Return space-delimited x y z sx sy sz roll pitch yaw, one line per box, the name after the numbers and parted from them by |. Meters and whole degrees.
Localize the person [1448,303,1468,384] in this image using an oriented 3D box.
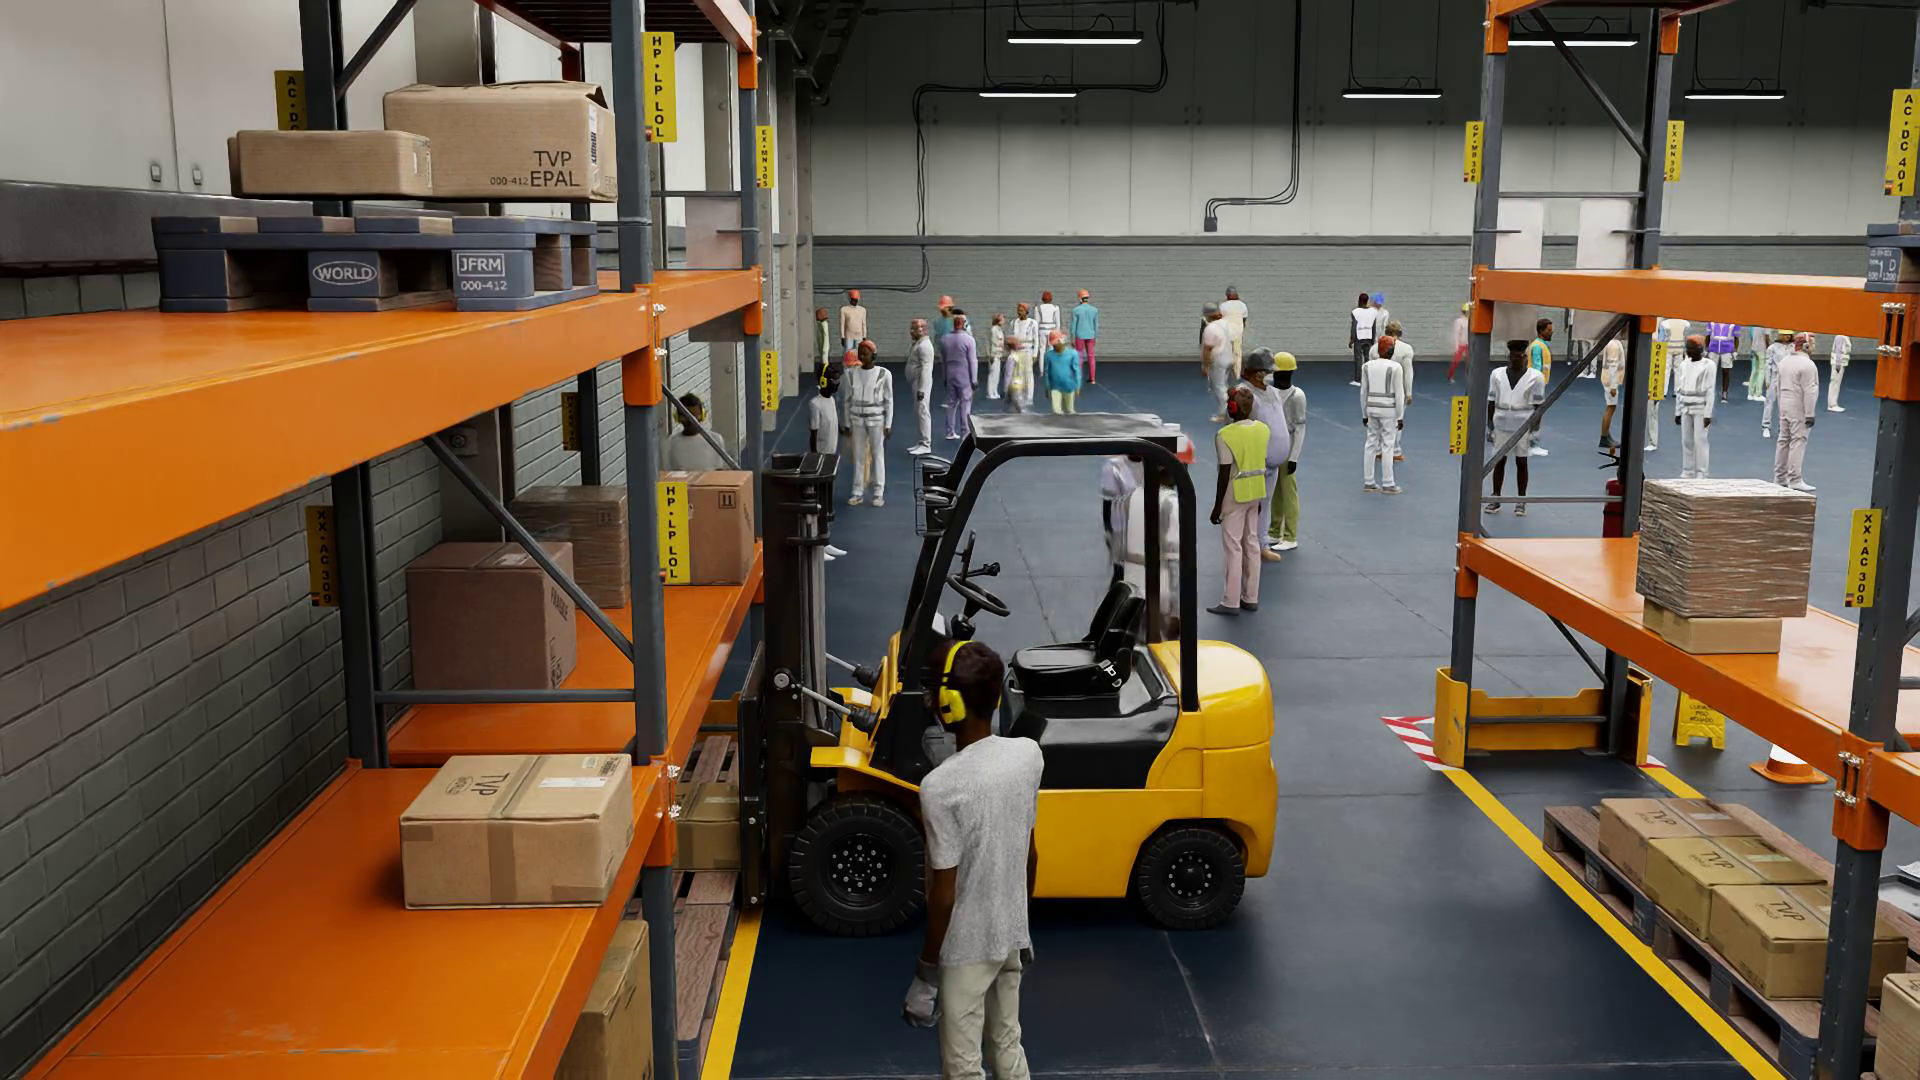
10.515 -4.087 34.682 0.530 1.725 0.892 -3 11 -17 | person

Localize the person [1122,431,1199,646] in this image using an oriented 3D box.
1.172 0.321 9.636 0.627 1.911 0.576 -8 13 -38 | person

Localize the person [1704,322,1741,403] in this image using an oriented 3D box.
14.181 -3.539 30.982 0.602 1.967 0.366 7 12 34 | person

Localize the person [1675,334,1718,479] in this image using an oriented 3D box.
8.914 -1.553 20.187 0.353 1.879 0.572 -3 11 -18 | person

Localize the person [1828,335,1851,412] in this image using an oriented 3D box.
15.548 -3.088 29.390 0.315 1.636 0.514 7 12 35 | person

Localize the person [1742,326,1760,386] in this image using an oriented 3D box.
16.544 -4.115 34.584 0.361 1.832 0.519 5 11 28 | person

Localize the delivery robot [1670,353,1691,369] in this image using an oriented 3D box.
15.935 -3.872 36.509 0.477 0.478 0.707 -2 10 -10 | delivery robot

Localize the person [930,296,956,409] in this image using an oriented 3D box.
-0.279 -3.338 29.728 0.634 2.021 0.660 8 13 39 | person

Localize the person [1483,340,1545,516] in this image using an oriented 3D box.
6.076 -1.248 18.238 0.640 1.961 0.365 6 12 32 | person

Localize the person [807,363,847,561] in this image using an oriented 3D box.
-1.271 -0.735 15.673 0.327 1.861 0.510 3 11 16 | person

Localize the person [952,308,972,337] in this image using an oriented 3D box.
-0.031 -3.774 33.116 0.548 1.674 0.705 -1 10 -6 | person

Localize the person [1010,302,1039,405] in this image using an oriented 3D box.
1.162 -3.416 30.525 0.584 1.882 0.337 7 12 33 | person

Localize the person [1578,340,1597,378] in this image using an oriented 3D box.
13.847 -4.434 36.591 0.294 1.744 0.486 -4 11 -22 | person

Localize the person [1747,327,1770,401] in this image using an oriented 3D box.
15.080 -3.541 31.302 0.346 1.860 0.518 -1 10 -7 | person

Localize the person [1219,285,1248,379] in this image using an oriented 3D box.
5.885 -4.531 36.299 0.683 2.000 0.538 -5 11 -27 | person

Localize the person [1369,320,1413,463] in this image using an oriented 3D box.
5.843 -2.016 22.607 0.631 1.932 0.363 9 14 42 | person

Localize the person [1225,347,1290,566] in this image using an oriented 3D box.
2.774 -0.776 15.385 0.536 2.000 0.675 9 13 41 | person

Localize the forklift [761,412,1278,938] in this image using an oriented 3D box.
0.291 0.548 7.580 2.313 2.155 1.214 0 10 -2 | forklift

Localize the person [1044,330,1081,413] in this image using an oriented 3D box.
1.539 -2.304 24.853 0.589 1.694 0.850 3 11 15 | person

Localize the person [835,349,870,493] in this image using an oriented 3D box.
-1.225 -1.419 19.819 0.604 1.729 0.502 4 11 23 | person

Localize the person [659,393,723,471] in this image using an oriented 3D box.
-2.006 -0.191 12.631 0.597 1.860 0.355 -3 11 -15 | person

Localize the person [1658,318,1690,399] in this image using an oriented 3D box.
13.518 -3.582 31.584 0.590 1.837 0.403 0 10 -3 | person

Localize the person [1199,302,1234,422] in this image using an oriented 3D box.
4.220 -2.954 27.518 0.565 2.000 0.702 6 12 32 | person

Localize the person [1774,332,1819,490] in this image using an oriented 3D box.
10.143 -1.557 20.108 0.409 1.907 0.651 -1 10 -5 | person

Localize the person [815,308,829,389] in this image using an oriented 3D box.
-2.807 -3.904 33.943 0.277 1.631 0.507 -2 10 -11 | person

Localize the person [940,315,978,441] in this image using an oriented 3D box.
0.008 -2.436 25.042 0.648 1.900 0.400 9 13 40 | person

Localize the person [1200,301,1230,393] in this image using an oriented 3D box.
5.001 -3.769 32.653 0.640 1.828 0.481 -3 11 -15 | person

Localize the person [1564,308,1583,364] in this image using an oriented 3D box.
15.039 -5.230 40.536 0.597 1.916 0.372 5 12 28 | person

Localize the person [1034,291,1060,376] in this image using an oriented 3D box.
1.944 -4.608 37.175 0.576 1.882 0.355 -1 10 -4 | person

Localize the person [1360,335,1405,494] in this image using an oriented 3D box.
5.030 -1.490 19.787 0.355 1.887 0.573 -9 13 -41 | person

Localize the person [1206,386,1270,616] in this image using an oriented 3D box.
2.244 -0.310 13.327 0.565 1.846 0.390 -9 14 -41 | person

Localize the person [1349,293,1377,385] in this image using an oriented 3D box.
8.396 -4.176 34.704 0.604 1.921 0.412 -3 11 -18 | person

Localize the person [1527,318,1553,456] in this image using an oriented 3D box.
8.131 -2.154 23.402 0.392 1.920 0.592 4 11 21 | person

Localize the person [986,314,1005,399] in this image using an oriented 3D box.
0.685 -3.487 31.669 0.341 1.618 0.520 3 11 15 | person

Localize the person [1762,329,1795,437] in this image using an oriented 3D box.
12.563 -2.432 25.440 0.486 1.744 0.294 0 10 2 | person

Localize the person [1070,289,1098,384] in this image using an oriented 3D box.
2.613 -4.281 35.078 0.610 1.985 0.415 -4 11 -19 | person

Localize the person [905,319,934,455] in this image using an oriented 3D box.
-0.577 -2.161 23.475 0.409 1.905 0.652 -1 10 -5 | person

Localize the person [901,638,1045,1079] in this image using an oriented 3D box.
0.032 1.201 4.868 0.329 1.865 0.515 8 13 38 | person

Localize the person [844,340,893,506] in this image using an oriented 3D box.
-1.043 -1.318 18.841 0.575 1.883 0.362 4 11 19 | person

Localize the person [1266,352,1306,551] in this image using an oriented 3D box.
3.131 -0.865 16.190 0.360 1.929 0.587 -4 11 -20 | person

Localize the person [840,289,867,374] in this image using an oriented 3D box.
-2.238 -4.263 34.933 0.611 1.996 0.375 -6 12 -29 | person

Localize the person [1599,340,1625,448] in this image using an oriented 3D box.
9.529 -2.297 24.182 0.393 1.927 0.550 4 11 22 | person
